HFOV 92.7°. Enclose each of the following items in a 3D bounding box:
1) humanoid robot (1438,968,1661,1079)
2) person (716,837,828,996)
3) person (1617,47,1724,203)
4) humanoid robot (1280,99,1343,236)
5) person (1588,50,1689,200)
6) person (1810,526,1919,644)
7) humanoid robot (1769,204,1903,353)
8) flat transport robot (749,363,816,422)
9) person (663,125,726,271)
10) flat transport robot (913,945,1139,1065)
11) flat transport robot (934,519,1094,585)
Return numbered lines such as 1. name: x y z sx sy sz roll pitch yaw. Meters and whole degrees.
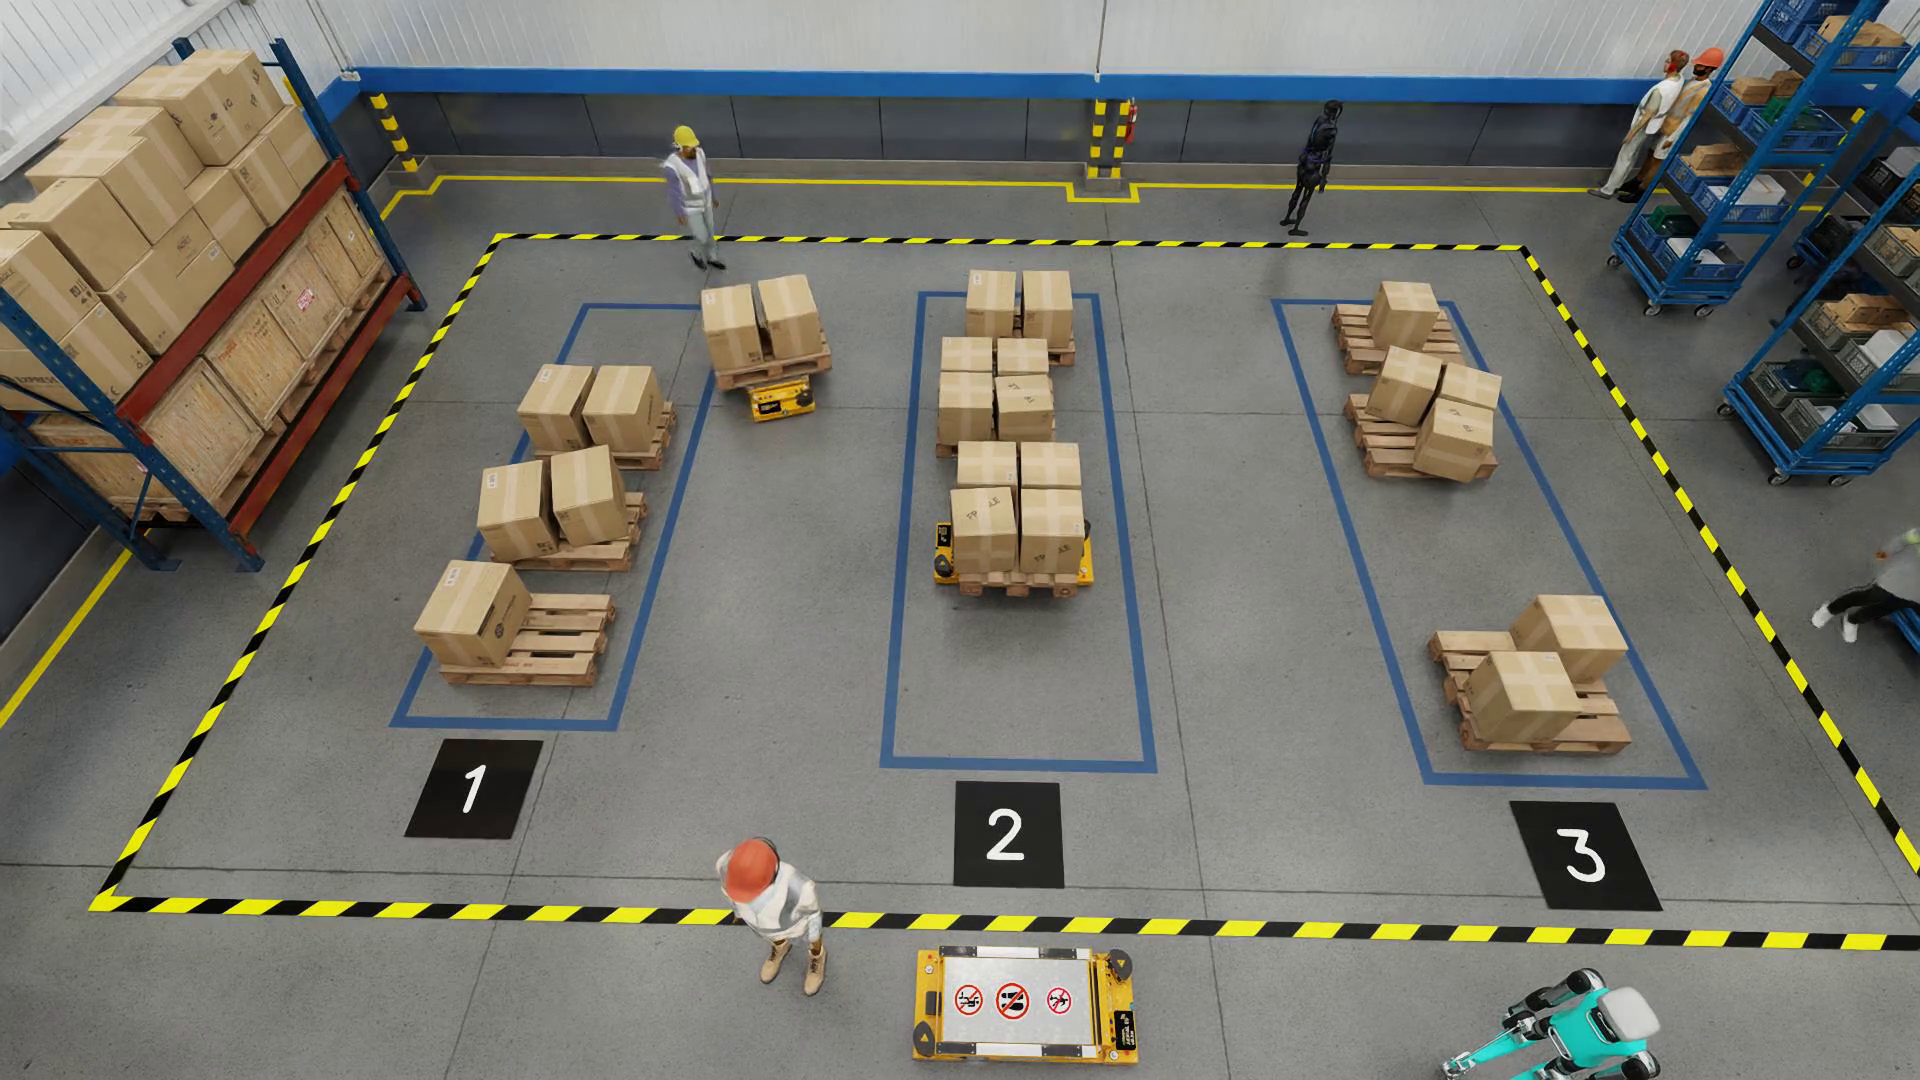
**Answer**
1. humanoid robot: 3.101 2.889 5.094 0.735 1.681 0.533 -11 52 -9
2. person: -1.101 2.269 5.490 0.606 2.048 0.367 13 52 10
3. person: 9.061 -5.265 11.701 0.356 1.938 0.541 12 52 9
4. humanoid robot: 4.359 -4.609 11.327 0.315 1.653 0.599 -7 51 -6
5. person: 8.794 -5.303 11.791 0.569 1.842 0.373 -33 58 -24
6. person: 7.671 0.291 7.251 0.610 1.815 0.539 32 58 23
7. humanoid robot: 9.493 -2.813 9.891 0.606 1.630 0.693 6 51 5
8. flat transport robot: -2.041 -1.890 10.009 0.652 0.197 1.431 -13 52 -11
9. person: -3.061 -3.937 10.695 0.432 1.812 0.614 26 55 20
10. flat transport robot: 0.422 3.041 6.007 1.431 0.231 0.659 1 51 1
11. flat transport robot: 0.490 0.087 8.397 1.431 0.197 0.652 1 51 1
